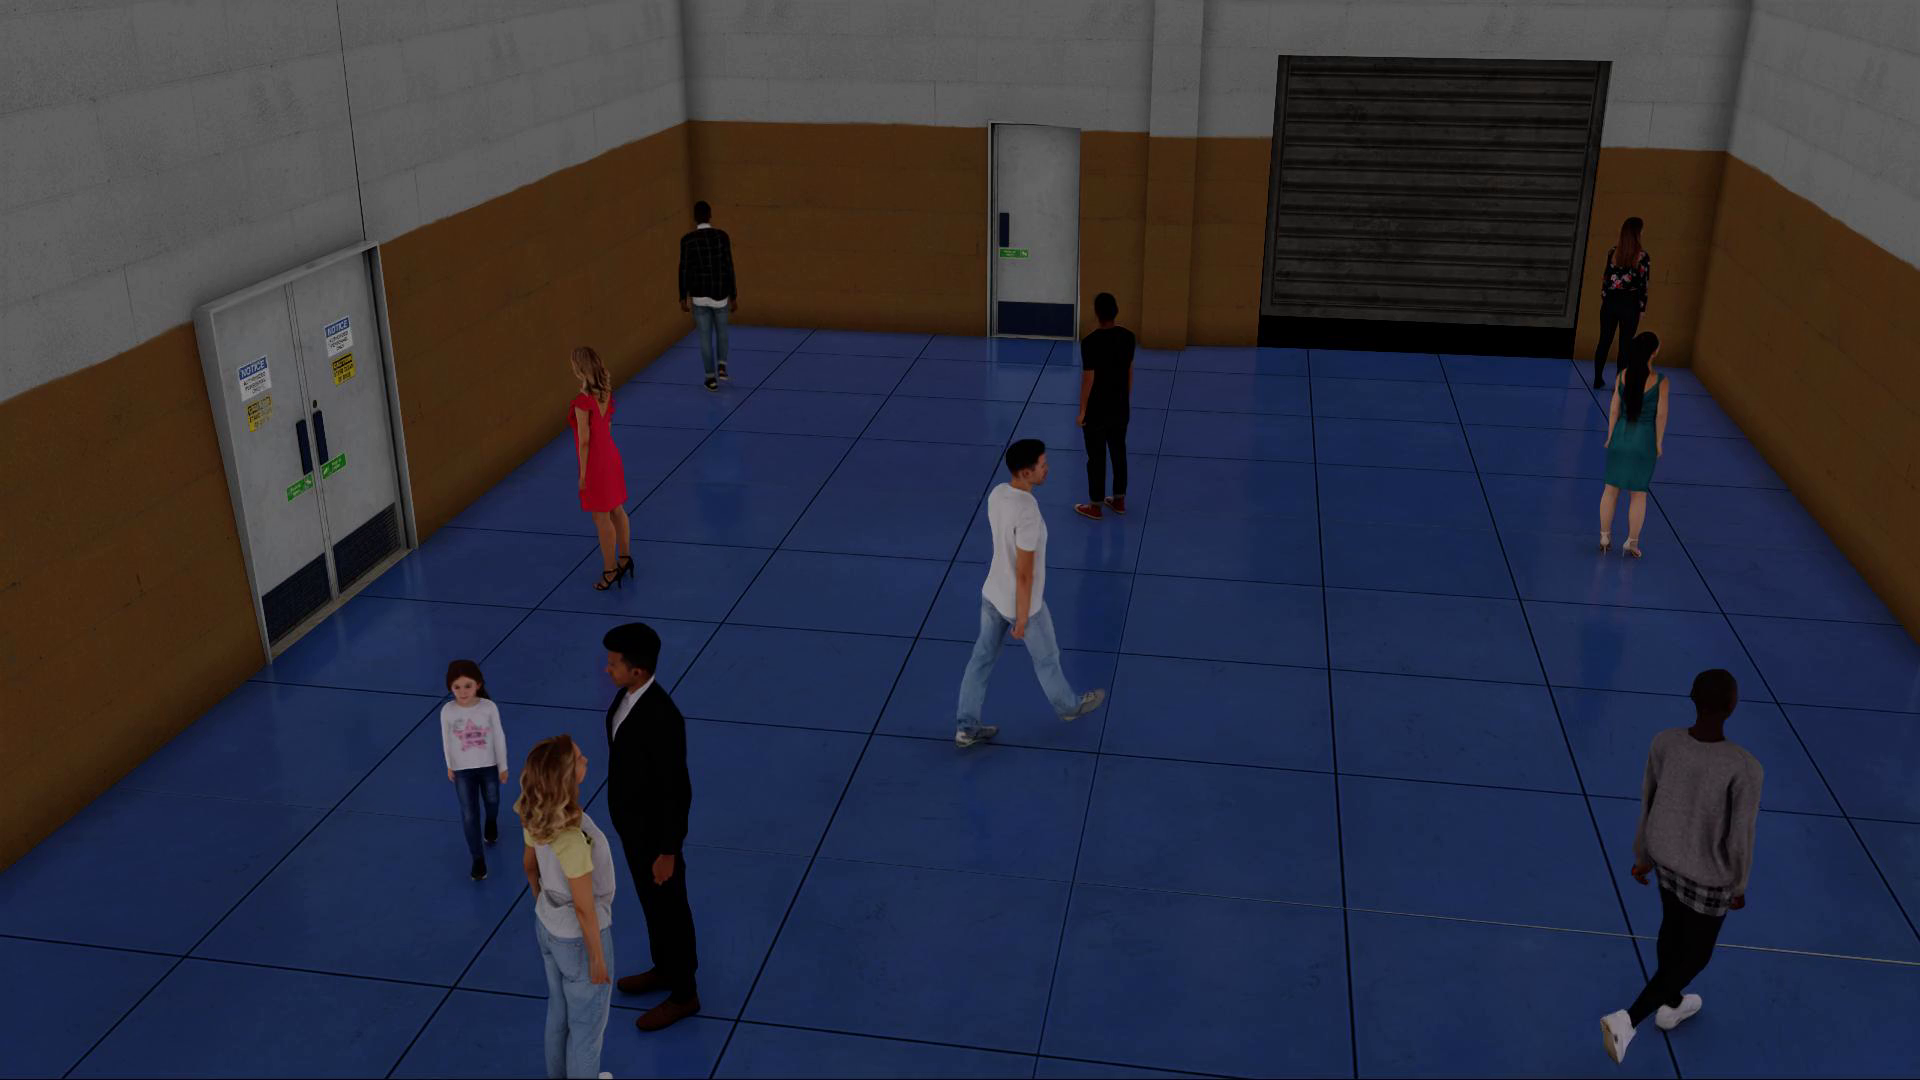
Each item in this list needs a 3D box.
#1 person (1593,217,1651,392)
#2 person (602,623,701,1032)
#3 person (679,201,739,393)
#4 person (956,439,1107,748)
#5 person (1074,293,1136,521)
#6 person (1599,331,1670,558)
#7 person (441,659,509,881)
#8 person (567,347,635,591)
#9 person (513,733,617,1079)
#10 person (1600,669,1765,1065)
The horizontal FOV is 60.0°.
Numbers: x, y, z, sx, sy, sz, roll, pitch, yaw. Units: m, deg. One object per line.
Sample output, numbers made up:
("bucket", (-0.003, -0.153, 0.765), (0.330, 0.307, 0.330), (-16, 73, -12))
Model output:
("person", (6.321, -2.246, 15.886), (0.614, 1.683, 0.714), (20, 29, 40))
("person", (-1.294, 1.191, 7.065), (0.790, 1.881, 0.771), (-11, 24, -25))
("person", (-2.374, -2.296, 15.840), (0.753, 1.809, 0.870), (-7, 23, -16))
("person", (0.220, 0.350, 9.262), (1.254, 1.804, 1.152), (-13, 25, -29))
("person", (1.121, -1.025, 12.748), (0.695, 1.756, 0.773), (-12, 25, -27))
("person", (4.851, -0.684, 11.995), (0.573, 1.685, 0.683), (17, 28, 36))
("person", (-2.430, 1.095, 8.373), (0.773, 1.085, 0.707), (-5, 22, -13))
("person", (-2.475, -0.505, 11.502), (0.561, 1.721, 0.590), (6, 23, 15))
("person", (-1.501, 1.525, 6.427), (0.769, 1.722, 0.692), (-17, 27, -36))
("person", (2.947, 1.365, 6.803), (1.121, 1.754, 1.067), (-16, 27, -34))
